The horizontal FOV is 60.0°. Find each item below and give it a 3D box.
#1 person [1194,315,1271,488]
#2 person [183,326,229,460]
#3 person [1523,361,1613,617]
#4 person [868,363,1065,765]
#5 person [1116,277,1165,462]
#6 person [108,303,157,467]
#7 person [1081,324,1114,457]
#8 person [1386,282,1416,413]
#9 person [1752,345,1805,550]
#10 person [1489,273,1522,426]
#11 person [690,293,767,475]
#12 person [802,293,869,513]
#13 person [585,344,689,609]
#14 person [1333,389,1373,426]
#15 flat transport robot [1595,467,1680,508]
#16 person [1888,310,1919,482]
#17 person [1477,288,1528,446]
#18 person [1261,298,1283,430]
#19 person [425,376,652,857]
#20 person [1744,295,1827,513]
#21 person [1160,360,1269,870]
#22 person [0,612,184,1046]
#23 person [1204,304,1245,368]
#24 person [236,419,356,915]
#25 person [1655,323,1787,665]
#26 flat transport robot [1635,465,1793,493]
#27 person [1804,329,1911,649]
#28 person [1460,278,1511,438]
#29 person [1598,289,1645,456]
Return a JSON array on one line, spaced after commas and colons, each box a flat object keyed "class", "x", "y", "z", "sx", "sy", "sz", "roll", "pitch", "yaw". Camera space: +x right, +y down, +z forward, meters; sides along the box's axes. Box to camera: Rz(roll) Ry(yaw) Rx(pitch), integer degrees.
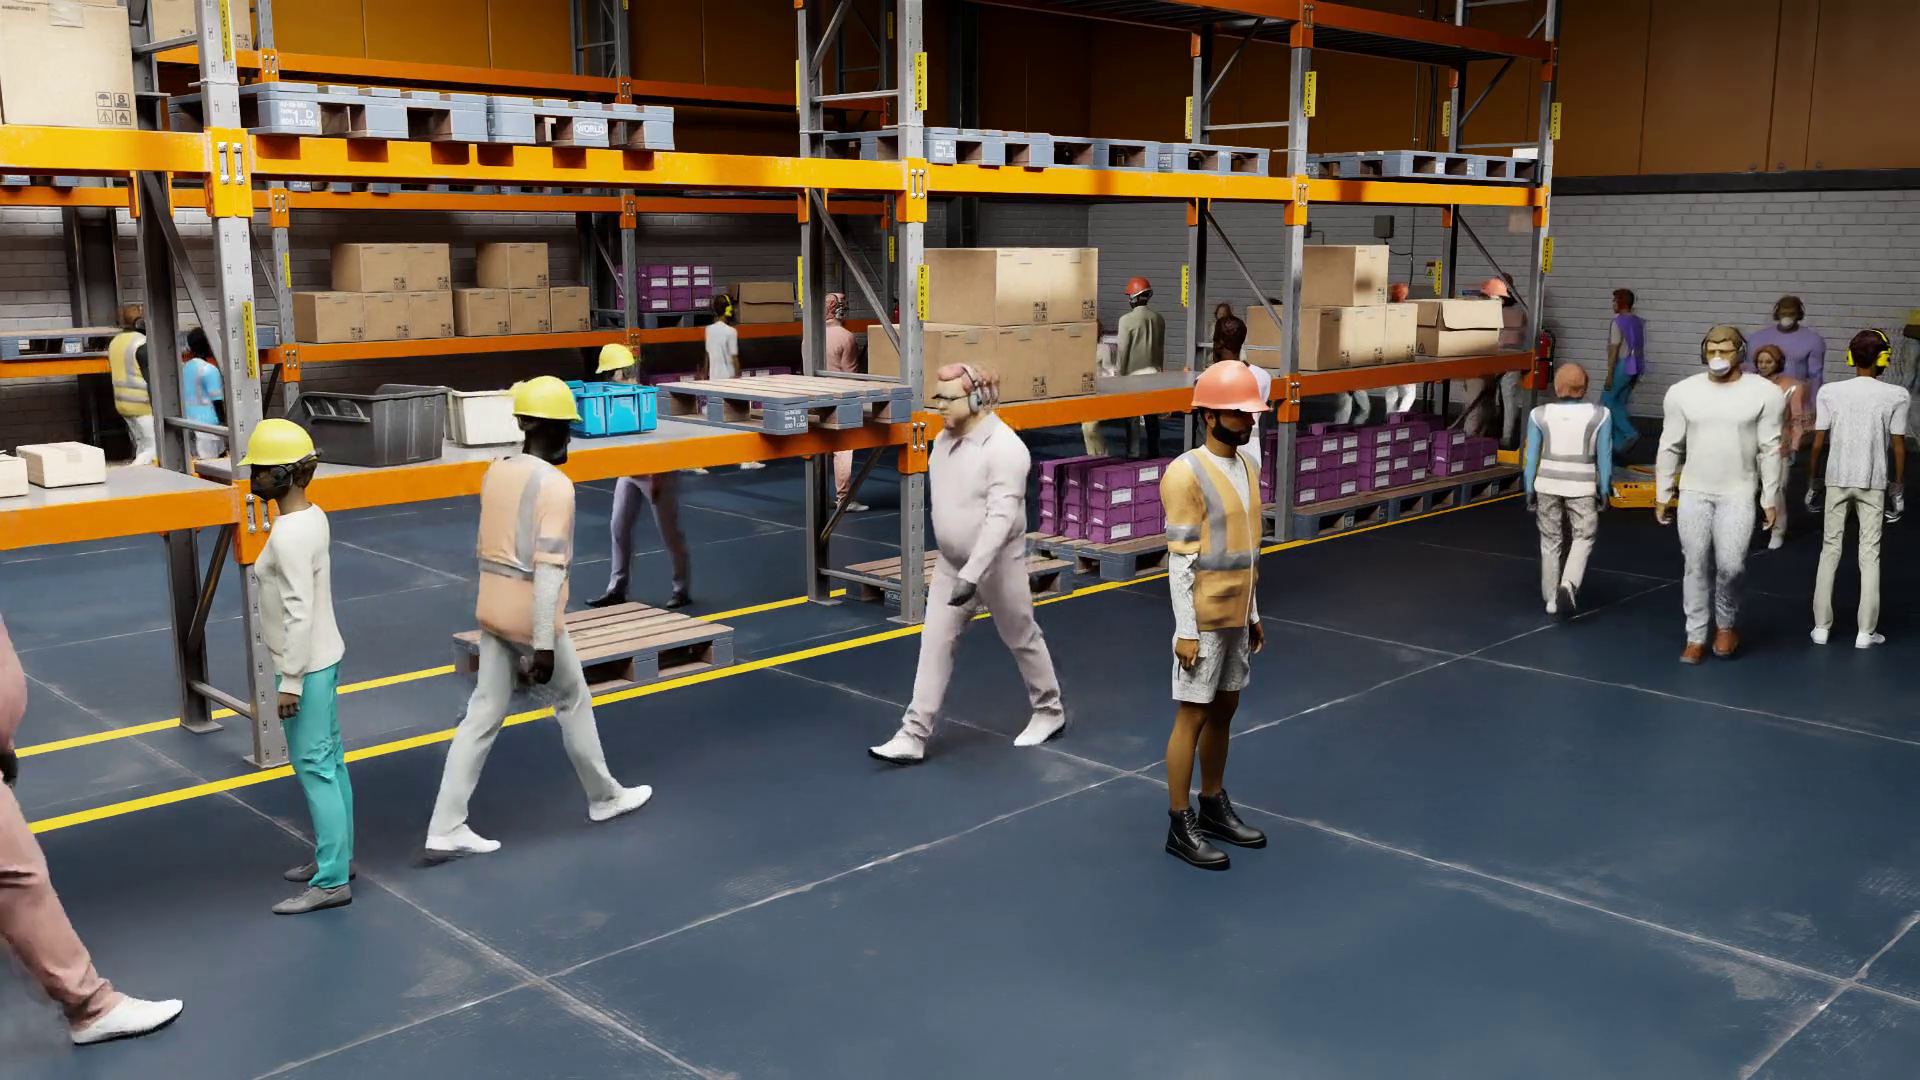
[{"class": "person", "x": 1.665, "y": -0.425, "z": 10.294, "sx": 0.594, "sy": 1.919, "sz": 0.387, "roll": -8, "pitch": 13, "yaw": -37}, {"class": "person", "x": -6.386, "y": -0.961, "z": 13.963, "sx": 0.533, "sy": 1.672, "sz": 0.813, "roll": 9, "pitch": 14, "yaw": 42}, {"class": "person", "x": 3.776, "y": -0.297, "z": 10.379, "sx": 0.527, "sy": 1.624, "sz": 0.530, "roll": 5, "pitch": 12, "yaw": 27}, {"class": "person", "x": 0.091, "y": 0.113, "z": 7.610, "sx": 1.077, "sy": 1.844, "sz": 0.627, "roll": -9, "pitch": 14, "yaw": -42}, {"class": "person", "x": 1.823, "y": -1.678, "z": 16.962, "sx": 0.607, "sy": 1.987, "sz": 0.409, "roll": -8, "pitch": 13, "yaw": -38}, {"class": "person", "x": -7.138, "y": -1.134, "z": 14.418, "sx": 0.627, "sy": 1.822, "sz": 0.584, "roll": 8, "pitch": 13, "yaw": 38}, {"class": "person", "x": 1.273, "y": -1.389, "z": 16.373, "sx": 0.349, "sy": 1.614, "sz": 0.514, "roll": -10, "pitch": 14, "yaw": -42}, {"class": "person", "x": 5.051, "y": -2.036, "z": 19.218, "sx": 0.595, "sy": 1.866, "sz": 0.510, "roll": 6, "pitch": 12, "yaw": 30}, {"class": "person", "x": 6.107, "y": -0.679, "z": 12.576, "sx": 0.517, "sy": 1.591, "sz": 0.857, "roll": 8, "pitch": 13, "yaw": 36}, {"class": "person", "x": 6.809, "y": -2.385, "z": 21.004, "sx": 0.570, "sy": 1.935, "sz": 0.409, "roll": 7, "pitch": 12, "yaw": 32}, {"class": "person", "x": -2.410, "y": -1.575, "z": 16.855, "sx": 0.992, "sy": 1.834, "sz": 0.526, "roll": -8, "pitch": 13, "yaw": -37}, {"class": "person", "x": -1.074, "y": -1.189, "z": 14.494, "sx": 0.641, "sy": 1.908, "sz": 0.407, "roll": 9, "pitch": 14, "yaw": 41}, {"class": "person", "x": -2.067, "y": -0.397, "z": 10.692, "sx": 0.526, "sy": 1.719, "sz": 0.641, "roll": 9, "pitch": 14, "yaw": 40}, {"class": "person", "x": 4.130, "y": -1.730, "z": 17.442, "sx": 0.520, "sy": 1.906, "sz": 0.610, "roll": 5, "pitch": 11, "yaw": 24}, {"class": "flat transport robot", "x": 5.987, "y": -0.501, "z": 15.207, "sx": 0.652, "sy": 0.197, "sz": 1.431, "roll": -2, "pitch": 11, "yaw": -8}, {"class": "person", "x": 9.193, "y": -1.355, "z": 15.975, "sx": 0.905, "sy": 1.696, "sz": 0.496, "roll": 4, "pitch": 11, "yaw": 19}, {"class": "person", "x": 6.264, "y": -2.017, "z": 19.293, "sx": 0.657, "sy": 1.801, "sz": 0.922, "roll": 1, "pitch": 10, "yaw": 4}, {"class": "person", "x": 2.915, "y": -1.430, "z": 16.079, "sx": 0.867, "sy": 1.816, "sz": 0.511, "roll": -6, "pitch": 12, "yaw": -31}, {"class": "person", "x": -1.718, "y": 0.297, "z": 6.544, "sx": 0.603, "sy": 1.860, "sz": 1.003, "roll": 9, "pitch": 14, "yaw": 40}, {"class": "person", "x": 7.238, "y": -1.210, "z": 14.637, "sx": 0.631, "sy": 1.906, "sz": 0.968, "roll": 7, "pitch": 13, "yaw": 35}, {"class": "person", "x": 1.001, "y": 0.280, "z": 6.400, "sx": 0.354, "sy": 1.939, "sz": 0.545, "roll": 9, "pitch": 13, "yaw": 39}, {"class": "person", "x": -2.926, "y": 0.625, "z": 4.784, "sx": 1.035, "sy": 1.850, "sz": 0.648, "roll": -6, "pitch": 12, "yaw": -28}, {"class": "person", "x": 3.194, "y": -2.072, "z": 20.173, "sx": 0.532, "sy": 1.591, "sz": 0.871, "roll": 3, "pitch": 11, "yaw": 16}, {"class": "person", "x": -2.371, "y": 0.448, "z": 5.951, "sx": 0.312, "sy": 1.767, "sz": 0.533, "roll": -3, "pitch": 11, "yaw": -14}, {"class": "person", "x": 4.213, "y": -0.244, "z": 9.296, "sx": 0.648, "sy": 1.920, "sz": 0.441, "roll": 7, "pitch": 13, "yaw": 35}, {"class": "flat transport robot", "x": 6.971, "y": -0.577, "z": 15.621, "sx": 1.431, "sy": 0.197, "sz": 0.652, "roll": -1, "pitch": 11, "yaw": -8}, {"class": "person", "x": 5.251, "y": -0.299, "z": 9.753, "sx": 0.526, "sy": 1.865, "sz": 0.315, "roll": 7, "pitch": 13, "yaw": 35}, {"class": "person", "x": 5.290, "y": -1.655, "z": 16.850, "sx": 0.473, "sy": 1.967, "sz": 0.655, "roll": 2, "pitch": 11, "yaw": 10}, {"class": "person", "x": 7.196, "y": -1.801, "z": 18.030, "sx": 0.596, "sy": 1.828, "sz": 0.460, "roll": -10, "pitch": 14, "yaw": -43}]
